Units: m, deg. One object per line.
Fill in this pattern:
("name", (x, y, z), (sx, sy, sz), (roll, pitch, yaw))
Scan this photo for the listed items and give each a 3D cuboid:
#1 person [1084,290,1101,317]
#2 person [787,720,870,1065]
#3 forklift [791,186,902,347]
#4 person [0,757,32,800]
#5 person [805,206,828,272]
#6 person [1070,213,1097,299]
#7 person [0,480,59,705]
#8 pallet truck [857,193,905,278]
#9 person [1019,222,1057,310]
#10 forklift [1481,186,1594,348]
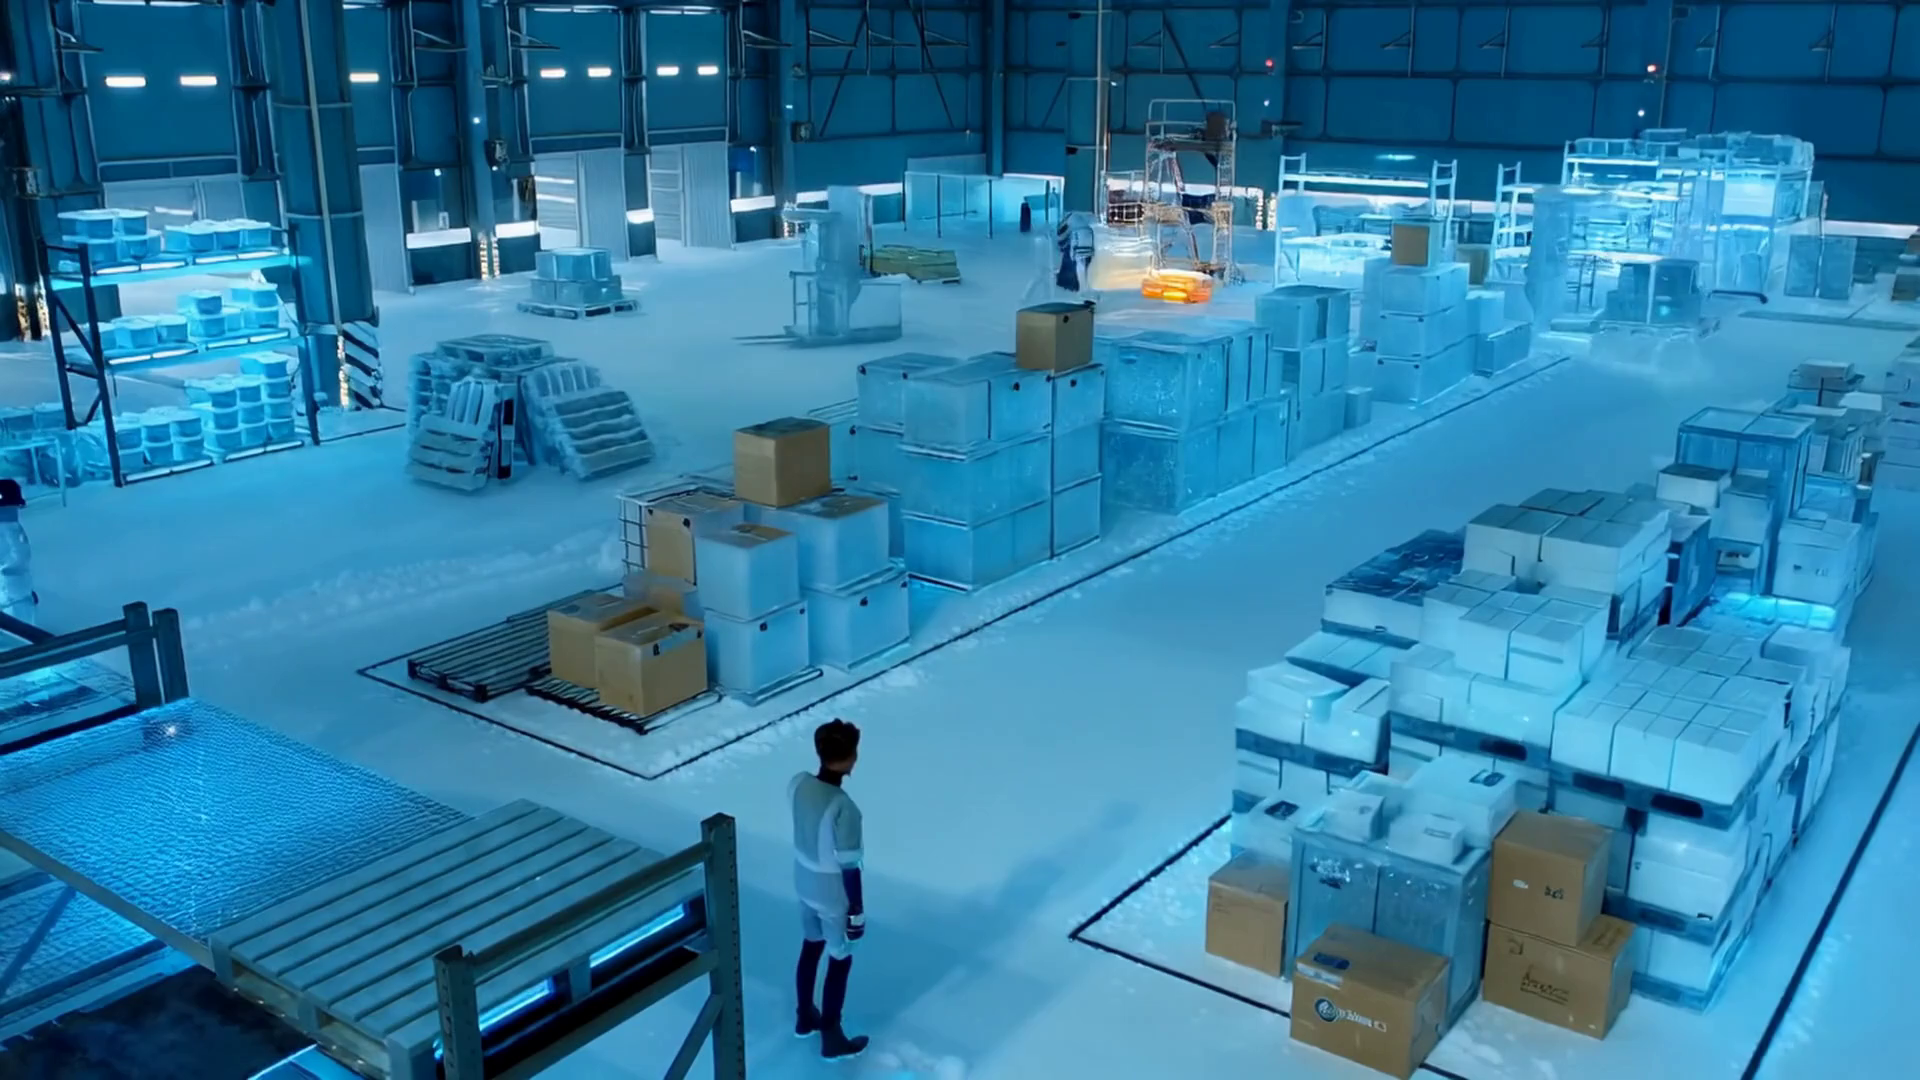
("person", (1.900, -2.725, 24.489), (0.560, 1.896, 0.986), (11, 20, 33))
("person", (-0.702, 1.900, 9.069), (0.376, 1.955, 0.607), (-13, 21, -36))
("forklift", (-2.113, -5.071, 30.565), (1.873, 2.768, 1.129), (-7, 18, -21))
("person", (-7.301, 1.047, 12.017), (0.938, 1.883, 0.592), (-2, 17, -7))
("person", (-3.381, -7.044, 39.231), (0.535, 1.624, 0.382), (0, 17, -1))
("person", (2.663, -6.015, 35.454), (0.583, 1.856, 0.824), (-8, 19, -25))
("person", (-7.933, 0.432, 13.983), (0.380, 1.917, 0.586), (-3, 17, -10))
("pallet truck", (-1.936, -7.159, 38.982), (1.885, 1.965, 0.823), (-12, 21, -34))
("person", (1.650, -5.504, 33.712), (1.054, 1.881, 0.638), (10, 19, 30))
("forklift", (10.661, -5.056, 30.516), (1.873, 2.768, 1.129), (11, 20, 32))
